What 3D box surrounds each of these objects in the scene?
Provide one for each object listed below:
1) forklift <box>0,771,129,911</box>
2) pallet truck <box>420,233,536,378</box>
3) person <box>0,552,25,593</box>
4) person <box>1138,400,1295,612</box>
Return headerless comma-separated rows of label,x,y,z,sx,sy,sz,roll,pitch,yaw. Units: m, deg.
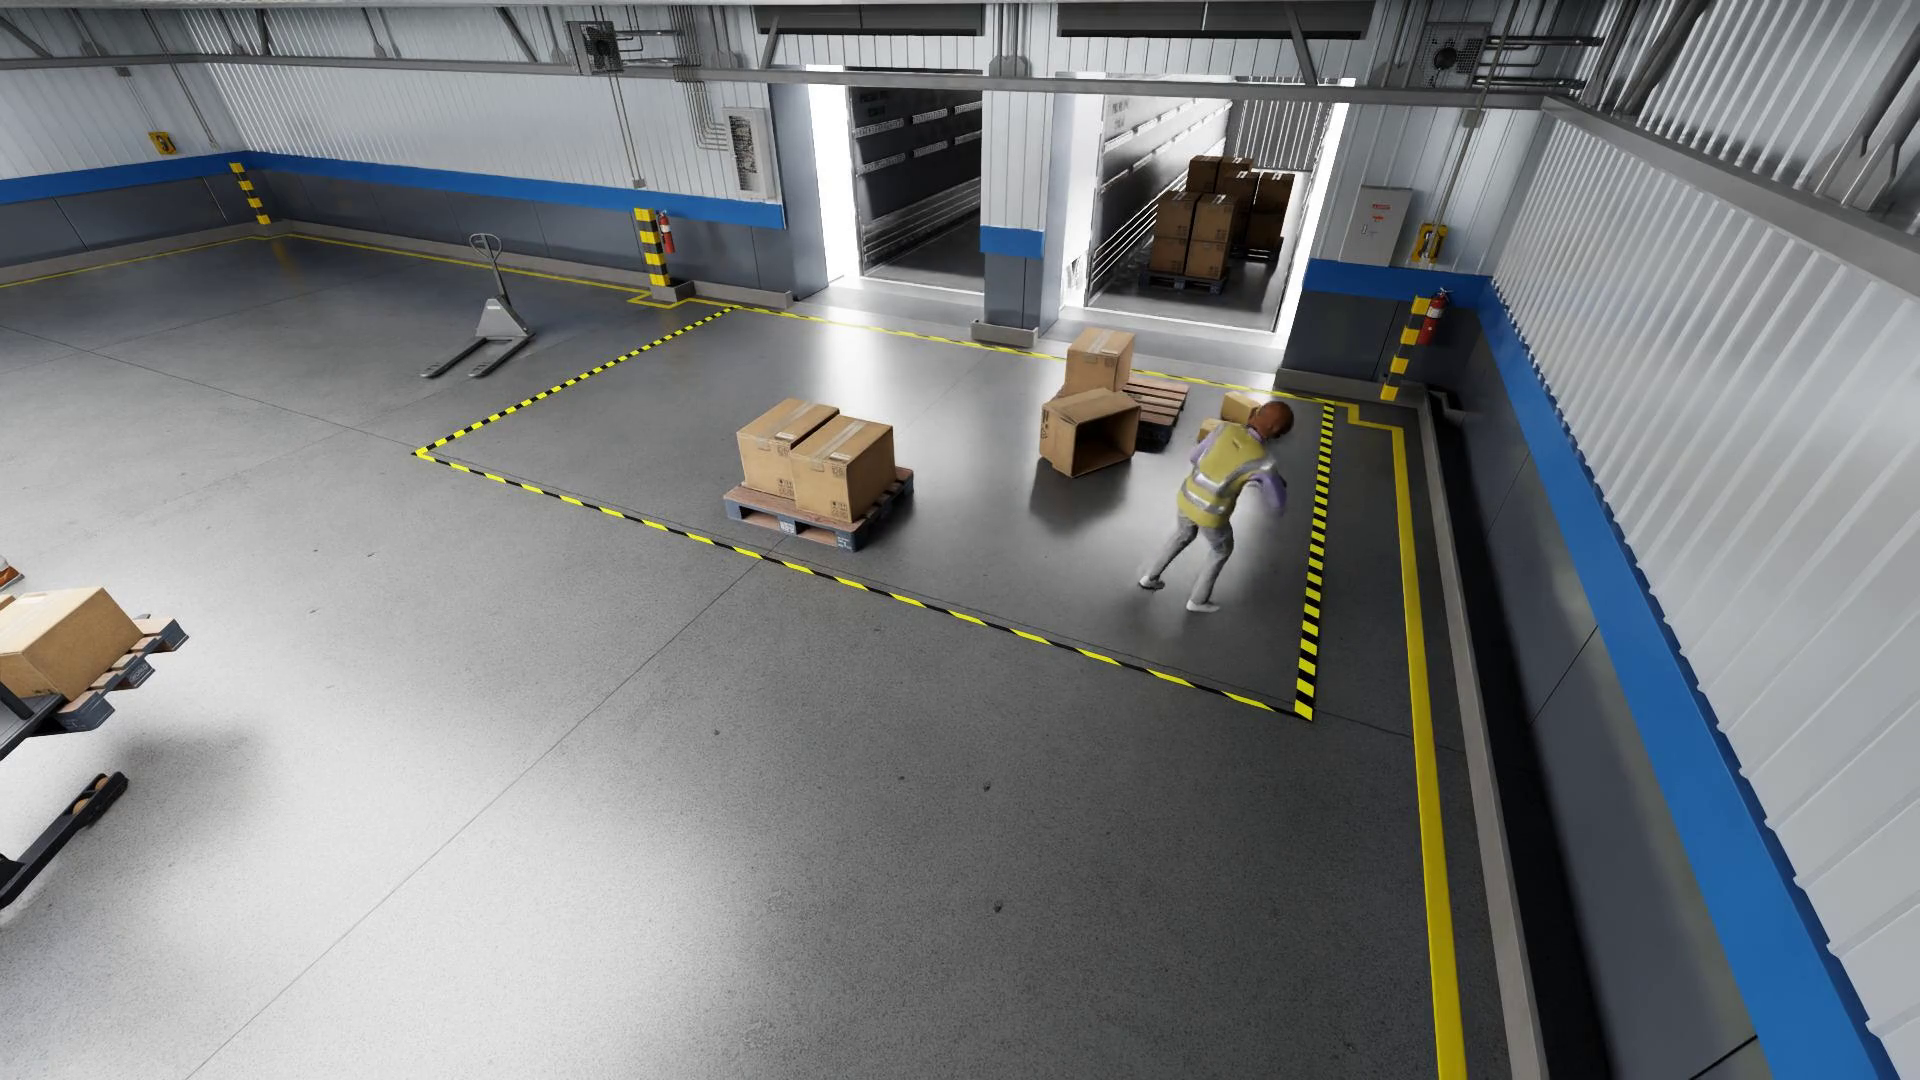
forklift,-4.601,0.992,2.538,0.716,2.013,0.776,-5,36,-7
pallet truck,-5.664,-2.712,8.427,0.680,1.201,1.601,0,35,-1
person,-6.909,-0.448,4.639,0.605,1.946,0.404,8,36,11
person,1.686,-0.192,4.671,0.795,1.508,0.638,-17,39,-23
